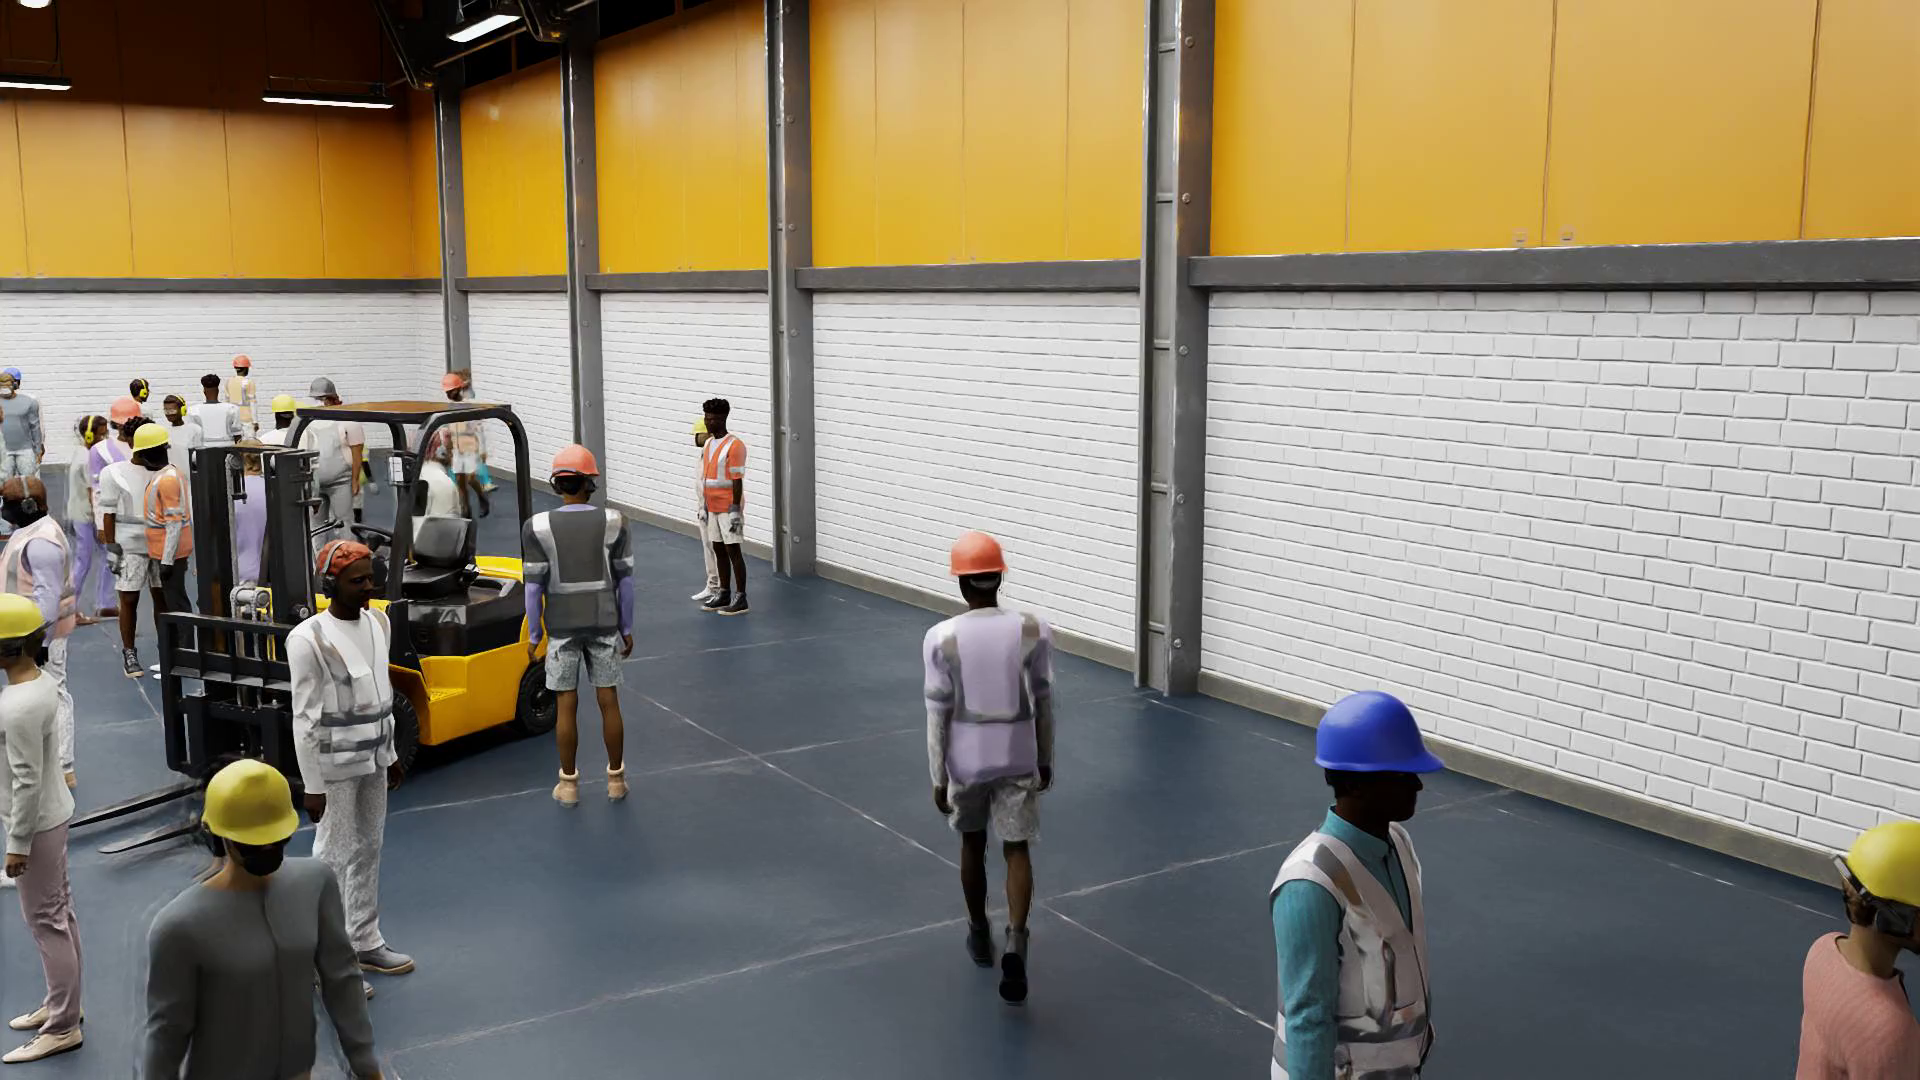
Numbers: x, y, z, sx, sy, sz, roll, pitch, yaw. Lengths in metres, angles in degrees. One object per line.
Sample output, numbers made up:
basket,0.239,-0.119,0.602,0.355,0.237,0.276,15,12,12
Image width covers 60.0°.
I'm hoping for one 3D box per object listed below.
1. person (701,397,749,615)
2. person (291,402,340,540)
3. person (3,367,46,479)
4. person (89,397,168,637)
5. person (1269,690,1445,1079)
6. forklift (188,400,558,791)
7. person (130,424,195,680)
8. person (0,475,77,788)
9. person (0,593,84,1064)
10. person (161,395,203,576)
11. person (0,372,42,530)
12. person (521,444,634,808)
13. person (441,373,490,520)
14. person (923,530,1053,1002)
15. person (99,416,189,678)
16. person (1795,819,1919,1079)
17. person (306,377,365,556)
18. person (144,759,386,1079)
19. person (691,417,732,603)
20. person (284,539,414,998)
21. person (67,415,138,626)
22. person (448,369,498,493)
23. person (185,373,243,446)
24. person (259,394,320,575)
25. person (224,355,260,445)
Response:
person,-2.135,-0.307,14.970,0.364,1.959,0.606,-6,11,-37
person,-7.012,-0.646,18.056,0.780,1.713,0.494,3,9,20
person,-12.070,-1.243,21.333,0.605,1.939,0.415,-5,10,-32
person,-6.911,-0.188,13.927,0.617,2.028,0.410,-6,11,-37
person,0.944,1.318,4.023,0.381,1.951,0.605,5,10,31
forklift,-3.529,0.258,10.348,1.214,2.155,2.313,4,9,25
person,-5.948,0.084,12.451,0.382,1.917,0.585,-4,9,-27
person,-5.361,0.540,9.643,0.429,1.843,0.627,-6,10,-35
person,-3.526,1.073,6.294,0.310,1.769,0.525,-4,9,-24
person,-7.941,-0.559,16.993,0.510,1.861,0.324,1,8,4
person,-11.542,-1.079,20.272,0.636,1.928,0.383,-4,10,-27
person,-2.137,0.483,9.353,0.609,2.040,0.394,-3,9,-18
person,-6.221,-1.148,20.830,0.566,1.895,0.597,2,9,15
person,0.132,0.923,6.857,0.555,1.909,0.831,-1,8,-4
person,-6.155,0.041,12.576,0.367,1.967,0.600,7,11,41
person,1.992,1.466,3.680,0.345,1.758,0.531,2,9,14
person,-6.444,-0.641,16.921,0.689,2.000,0.539,1,9,7
person,-1.701,1.397,4.213,0.853,1.725,0.522,4,9,27
person,-2.325,-0.273,15.438,0.324,1.743,0.491,-5,10,-31
person,-2.511,0.930,6.857,0.337,1.882,0.585,2,9,16
person,-7.468,-0.169,14.397,0.692,1.835,0.539,-4,9,-24
person,-7.022,-1.544,23.828,0.949,1.793,0.502,6,10,36
person,-8.603,-0.944,19.243,0.603,1.959,0.374,-4,9,-26
person,-6.368,-0.415,15.778,0.375,1.925,0.595,7,11,38
person,-10.958,-1.856,25.456,0.546,1.939,0.375,3,9,20
